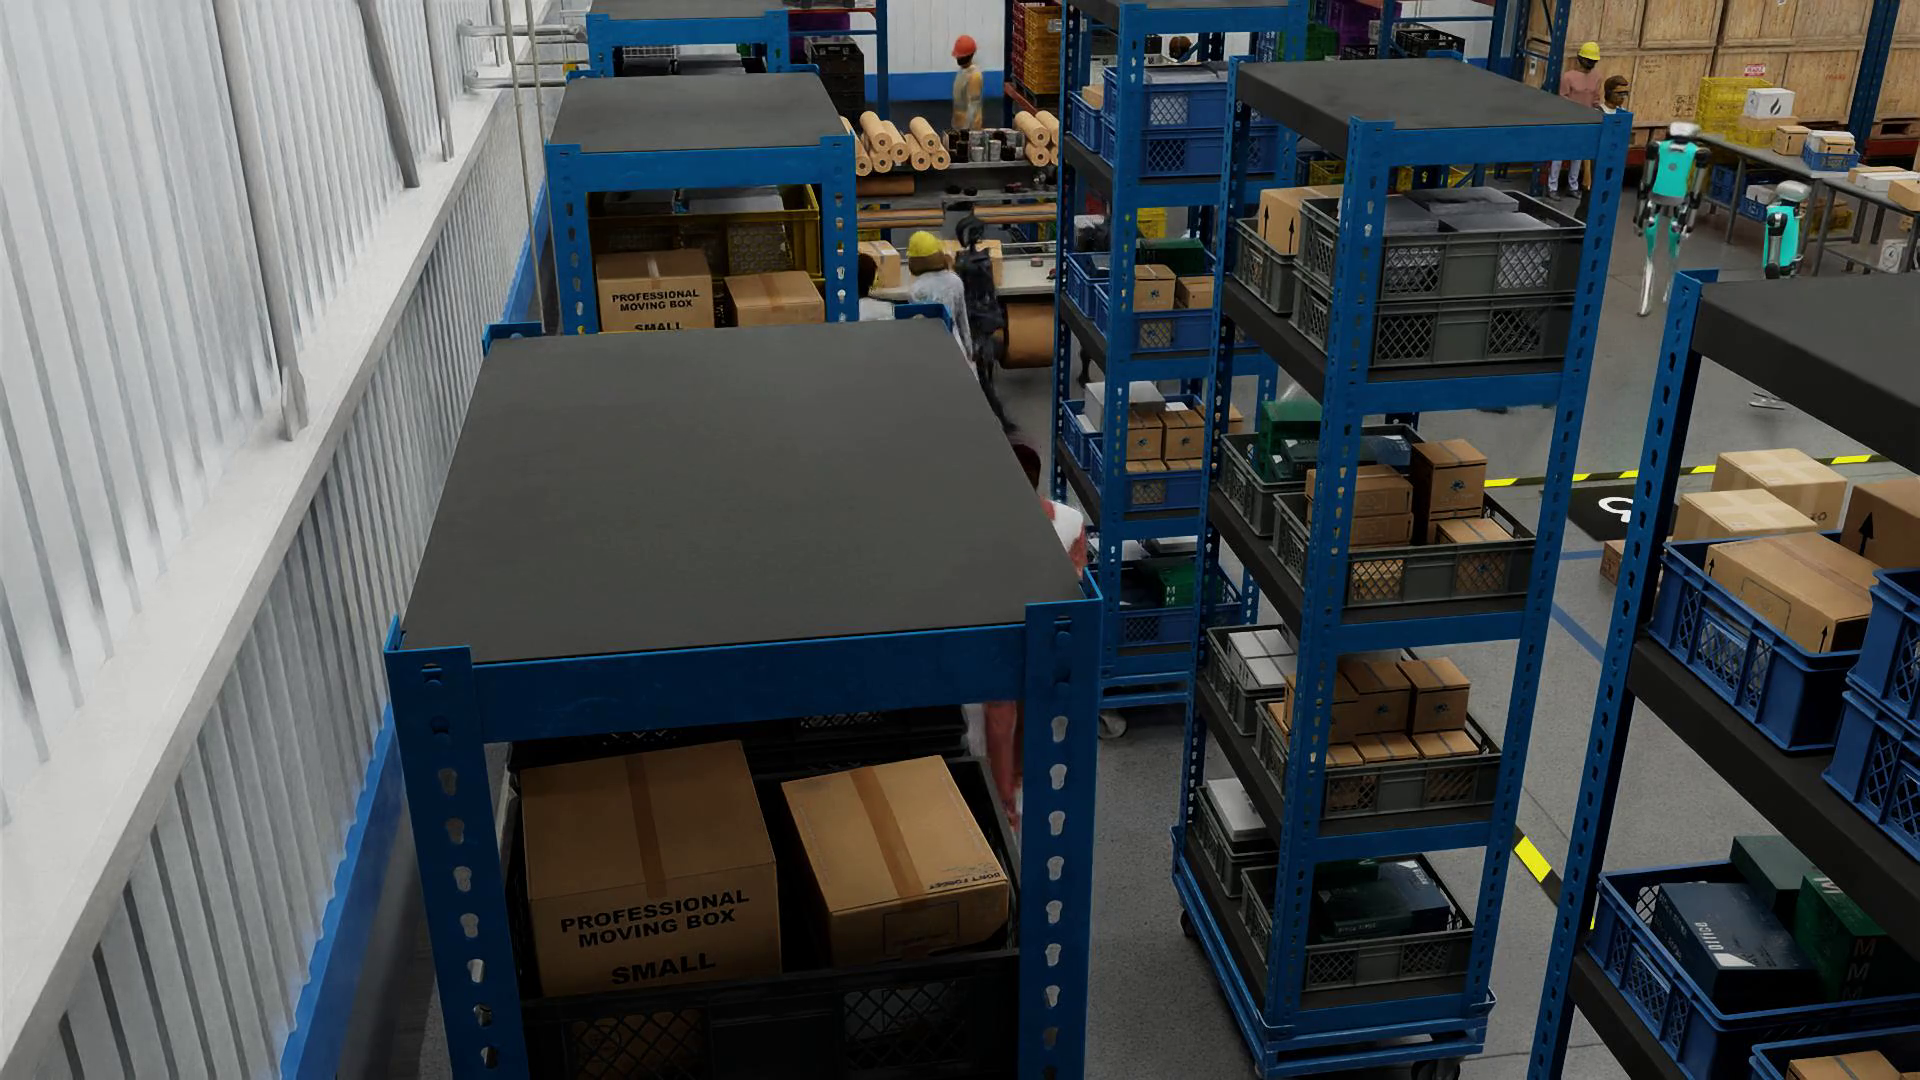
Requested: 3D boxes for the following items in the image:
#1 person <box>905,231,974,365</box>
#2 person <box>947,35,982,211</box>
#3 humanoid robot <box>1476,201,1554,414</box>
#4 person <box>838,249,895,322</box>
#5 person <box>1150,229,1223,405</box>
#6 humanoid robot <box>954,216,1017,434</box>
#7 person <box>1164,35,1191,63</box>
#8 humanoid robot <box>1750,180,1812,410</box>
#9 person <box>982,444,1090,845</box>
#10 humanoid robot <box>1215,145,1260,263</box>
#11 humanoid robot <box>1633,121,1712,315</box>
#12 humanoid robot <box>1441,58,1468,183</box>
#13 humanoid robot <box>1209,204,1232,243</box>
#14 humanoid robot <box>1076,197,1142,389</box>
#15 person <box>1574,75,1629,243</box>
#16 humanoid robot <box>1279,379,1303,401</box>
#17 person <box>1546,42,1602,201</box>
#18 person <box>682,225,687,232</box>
[{"bbox_3d":[-0.106,-1.258,11.349,0.533,1.666,0.974,-18,30,-34],"label":"person"},{"bbox_3d":[0.043,-4.577,18.280,0.372,1.923,0.561,-8,26,-18],"label":"person"},{"bbox_3d":[4.307,-1.723,12.415,0.763,1.623,0.603,-5,25,-11],"label":"humanoid robot"},{"bbox_3d":[-0.587,-0.871,10.297,0.524,1.850,0.594,-13,28,-26],"label":"person"},{"bbox_3d":[1.459,-1.104,10.805,0.596,1.849,0.389,-4,25,-9],"label":"person"},{"bbox_3d":[0.101,-1.491,11.894,0.630,1.649,0.610,-13,28,-26],"label":"humanoid robot"},{"bbox_3d":[2.400,-4.701,18.640,0.431,1.840,0.622,-6,25,-13],"label":"person"},{"bbox_3d":[6.204,-1.771,12.230,0.735,1.677,0.533,16,29,31],"label":"humanoid robot"},{"bbox_3d":[0.288,0.497,7.284,0.602,1.887,0.841,-4,25,-10],"label":"person"},{"bbox_3d":[2.434,-2.544,14.198,0.611,1.629,0.768,18,30,34],"label":"humanoid robot"},{"bbox_3d":[6.330,-2.853,14.812,0.558,1.832,0.887,15,29,30],"label":"humanoid robot"},{"bbox_3d":[5.129,-4.365,18.007,0.557,1.749,0.842,-7,26,-15],"label":"humanoid robot"},{"bbox_3d":[2.651,-3.761,16.777,0.547,1.831,0.757,0,25,1],"label":"humanoid robot"},{"bbox_3d":[1.131,-1.877,12.739,0.601,1.620,0.775,-7,26,-15],"label":"humanoid robot"},{"bbox_3d":[6.258,-3.609,16.268,0.503,1.839,0.337,-18,30,-33],"label":"person"},{"bbox_3d":[2.730,-1.681,12.260,1.018,1.783,0.532,-7,25,-14],"label":"humanoid robot"},{"bbox_3d":[6.961,-4.714,18.764,0.522,1.761,0.337,-6,25,-13],"label":"person"},{"bbox_3d":[-2.421,-3.288,15.353,0.619,2.017,0.571,0,25,1],"label":"person"}]
